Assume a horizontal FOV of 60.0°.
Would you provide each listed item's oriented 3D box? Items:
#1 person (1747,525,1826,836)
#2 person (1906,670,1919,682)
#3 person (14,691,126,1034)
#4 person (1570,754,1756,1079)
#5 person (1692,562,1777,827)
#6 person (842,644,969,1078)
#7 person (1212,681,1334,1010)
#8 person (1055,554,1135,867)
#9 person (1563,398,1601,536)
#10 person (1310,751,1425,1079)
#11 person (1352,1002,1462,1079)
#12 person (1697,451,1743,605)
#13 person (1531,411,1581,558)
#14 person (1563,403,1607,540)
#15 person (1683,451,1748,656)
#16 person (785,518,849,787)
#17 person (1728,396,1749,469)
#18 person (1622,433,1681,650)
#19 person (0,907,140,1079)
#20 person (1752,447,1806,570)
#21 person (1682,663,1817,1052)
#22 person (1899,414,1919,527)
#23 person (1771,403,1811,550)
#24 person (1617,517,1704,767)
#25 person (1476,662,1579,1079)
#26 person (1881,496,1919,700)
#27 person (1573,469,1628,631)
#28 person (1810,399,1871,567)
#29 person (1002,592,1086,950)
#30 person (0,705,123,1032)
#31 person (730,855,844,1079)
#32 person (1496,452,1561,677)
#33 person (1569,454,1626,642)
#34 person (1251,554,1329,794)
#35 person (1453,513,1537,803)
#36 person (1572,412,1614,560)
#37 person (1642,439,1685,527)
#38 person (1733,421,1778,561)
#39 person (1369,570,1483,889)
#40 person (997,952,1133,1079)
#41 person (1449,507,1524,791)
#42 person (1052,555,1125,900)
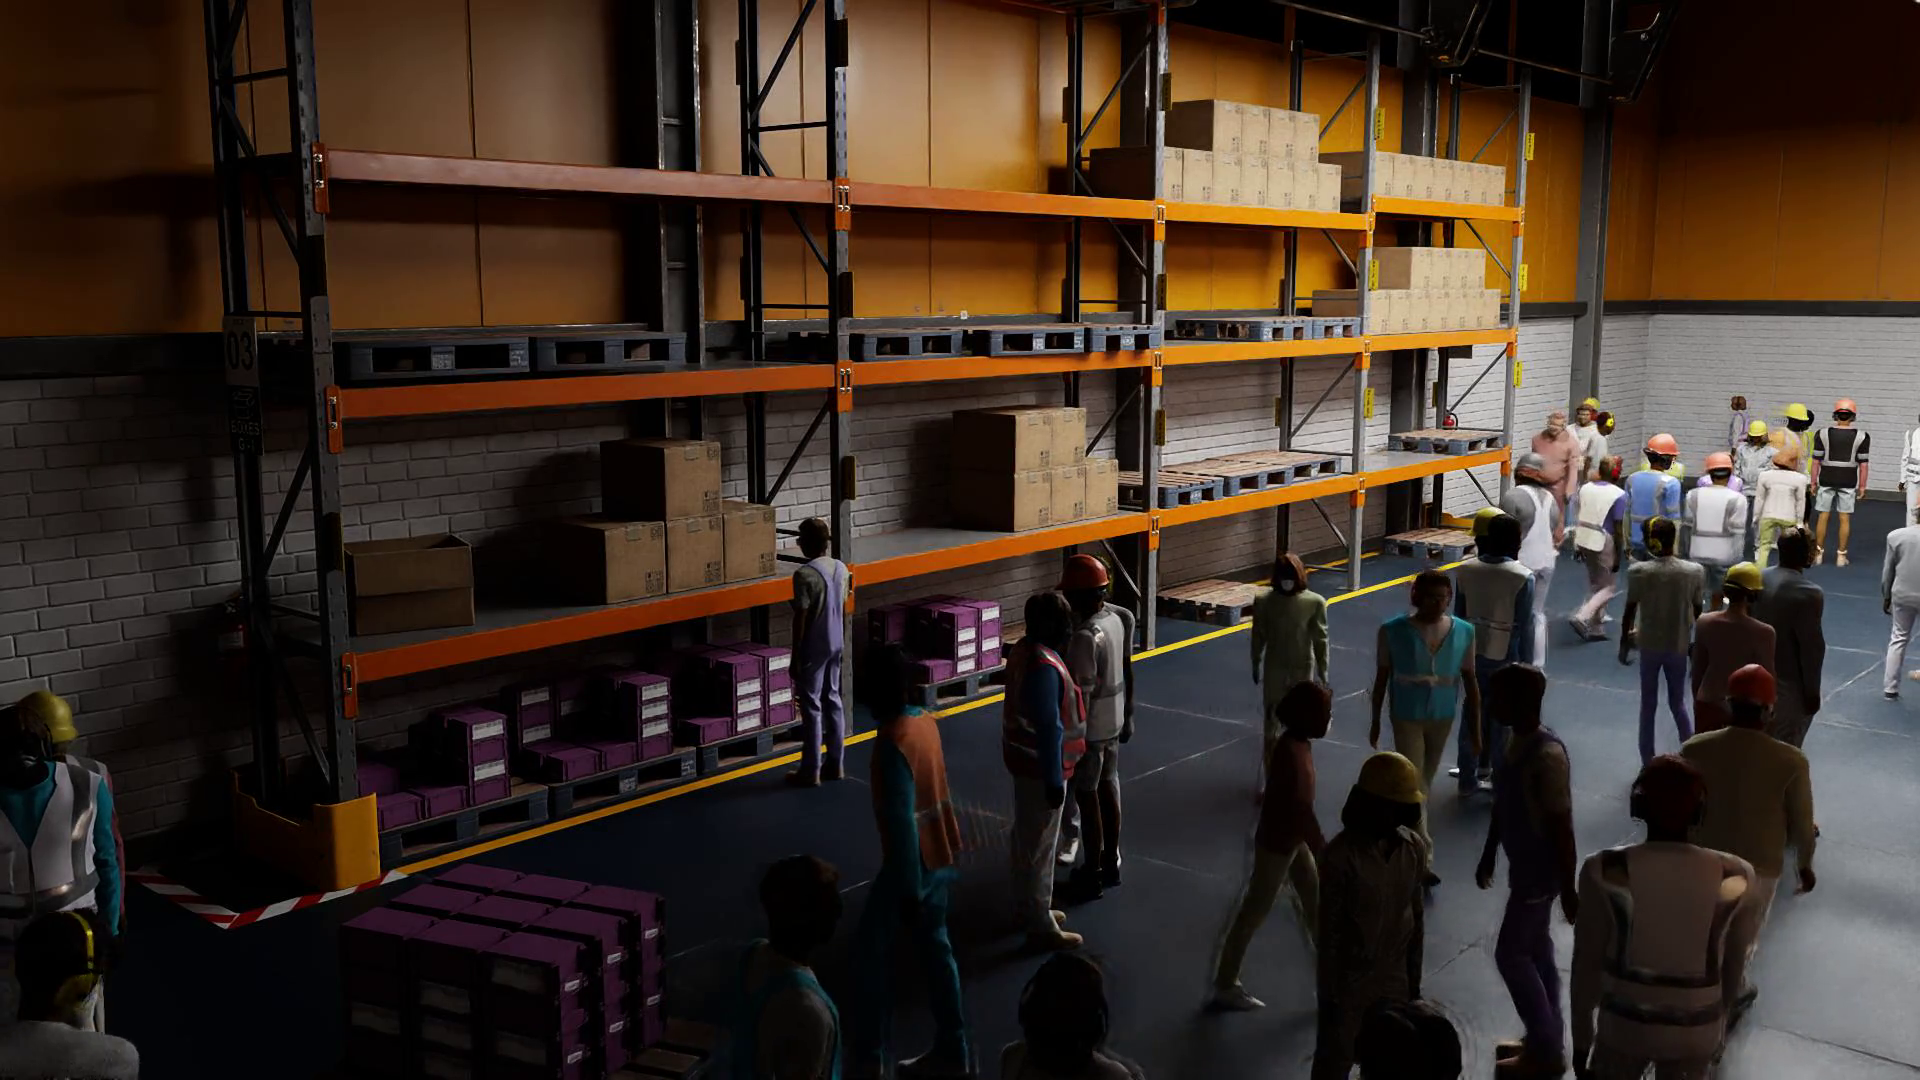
[{"bbox_3d":[5.121,0.865,10.332,0.368,1.939,0.632,-2,9,-12],"label":"person"},{"bbox_3d":[8.427,0.215,14.189,0.723,2.000,0.699,4,10,26],"label":"person"},{"bbox_3d":[-3.636,1.492,6.655,0.403,1.824,0.592,7,11,39],"label":"person"},{"bbox_3d":[2.337,1.629,5.628,0.568,1.860,0.655,2,9,13],"label":"person"},{"bbox_3d":[4.662,1.002,10.036,0.362,1.756,0.524,-5,10,-30],"label":"person"},{"bbox_3d":[-0.310,1.391,7.149,0.798,1.867,0.674,2,9,13],"label":"person"},{"bbox_3d":[1.591,1.441,7.737,0.866,1.588,0.500,3,9,19],"label":"person"},{"bbox_3d":[0.770,0.995,9.749,0.512,1.862,0.321,2,9,12],"label":"person"},{"bbox_3d":[8.342,-0.956,22.274,0.697,1.885,0.412,-3,9,-19],"label":"person"},{"bbox_3d":[1.523,1.619,6.125,0.484,1.737,0.319,-4,10,-26],"label":"person"},{"bbox_3d":[1.075,1.928,3.878,0.519,1.823,0.627,-8,12,-42],"label":"person"},{"bbox_3d":[8.049,-0.127,17.685,0.512,1.641,0.307,-1,9,-5],"label":"person"},{"bbox_3d":[7.262,-0.655,20.409,0.670,1.849,0.768,8,12,43],"label":"person"},{"bbox_3d":[8.239,-0.891,21.992,0.560,1.836,0.393,9,12,44],"label":"person"},{"bbox_3d":[6.772,0.159,14.995,0.555,1.904,0.595,8,12,43],"label":"person"},{"bbox_3d":[-0.966,0.761,11.348,0.361,1.834,0.519,7,11,37],"label":"person"},{"bbox_3d":[12.335,-1.467,26.366,0.318,1.630,0.513,6,10,32],"label":"person"},{"bbox_3d":[6.393,0.038,15.327,0.394,2.042,0.611,-4,10,-23],"label":"person"},{"bbox_3d":[-2.416,1.852,4.337,0.574,1.830,0.437,-4,10,-23],"label":"person"},{"bbox_3d":[9.037,-0.214,18.358,0.541,1.607,0.503,7,11,38],"label":"person"},{"bbox_3d":[3.520,1.412,7.525,0.872,1.715,0.559,-7,11,-38],"label":"person"},{"bbox_3d":[12.127,-0.746,20.918,0.358,1.880,0.576,-7,11,-37],"label":"person"},{"bbox_3d":[10.543,-0.769,20.973,0.627,1.899,0.589,-7,11,-38],"label":"person"},{"bbox_3d":[4.801,0.759,11.366,0.528,1.835,0.374,1,9,7],"label":"person"},{"bbox_3d":[2.458,1.423,7.155,0.444,1.826,0.516,1,9,3],"label":"person"},{"bbox_3d":[7.820,0.464,13.543,0.356,1.743,0.577,-9,12,-44],"label":"person"},{"bbox_3d":[6.279,0.093,16.380,0.793,1.602,0.518,-6,11,-34],"label":"person"},{"bbox_3d":[10.600,-0.687,20.064,0.612,2.030,0.410,5,10,28],"label":"person"},{"bbox_3d":[0.436,1.177,8.626,0.430,1.845,0.621,-1,9,-8],"label":"person"},{"bbox_3d":[-3.526,1.532,6.339,0.621,1.845,0.429,-6,11,-33],"label":"person"},{"bbox_3d":[-0.541,1.787,4.833,0.934,1.812,0.531,-6,11,-33],"label":"person"},{"bbox_3d":[4.786,0.197,14.308,0.754,2.000,0.824,-4,9,-22],"label":"person"},{"bbox_3d":[6.018,0.092,15.722,0.535,1.818,0.575,-3,9,-21],"label":"person"},{"bbox_3d":[2.212,0.900,11.163,0.521,1.599,0.762,2,9,11],"label":"person"},{"bbox_3d":[3.512,0.776,10.972,0.386,1.916,0.590,-7,11,-37],"label":"person"},{"bbox_3d":[7.824,-0.663,20.560,0.349,1.833,0.692,6,11,36],"label":"person"},{"bbox_3d":[8.201,-0.415,19.569,0.538,1.633,0.938,0,9,-2],"label":"person"},{"bbox_3d":[9.744,-0.601,20.438,0.483,1.736,0.312,6,10,33],"label":"person"},{"bbox_3d":[2.694,1.059,9.552,0.585,1.784,1.008,-1,9,-5],"label":"person"},{"bbox_3d":[0.314,1.876,4.244,0.761,1.814,0.536,-8,12,-42],"label":"person"},{"bbox_3d":[3.595,0.731,11.245,0.383,1.921,0.586,-1,9,-9],"label":"person"},{"bbox_3d":[0.710,1.035,9.270,0.385,1.929,0.543,4,10,26],"label":"person"}]
